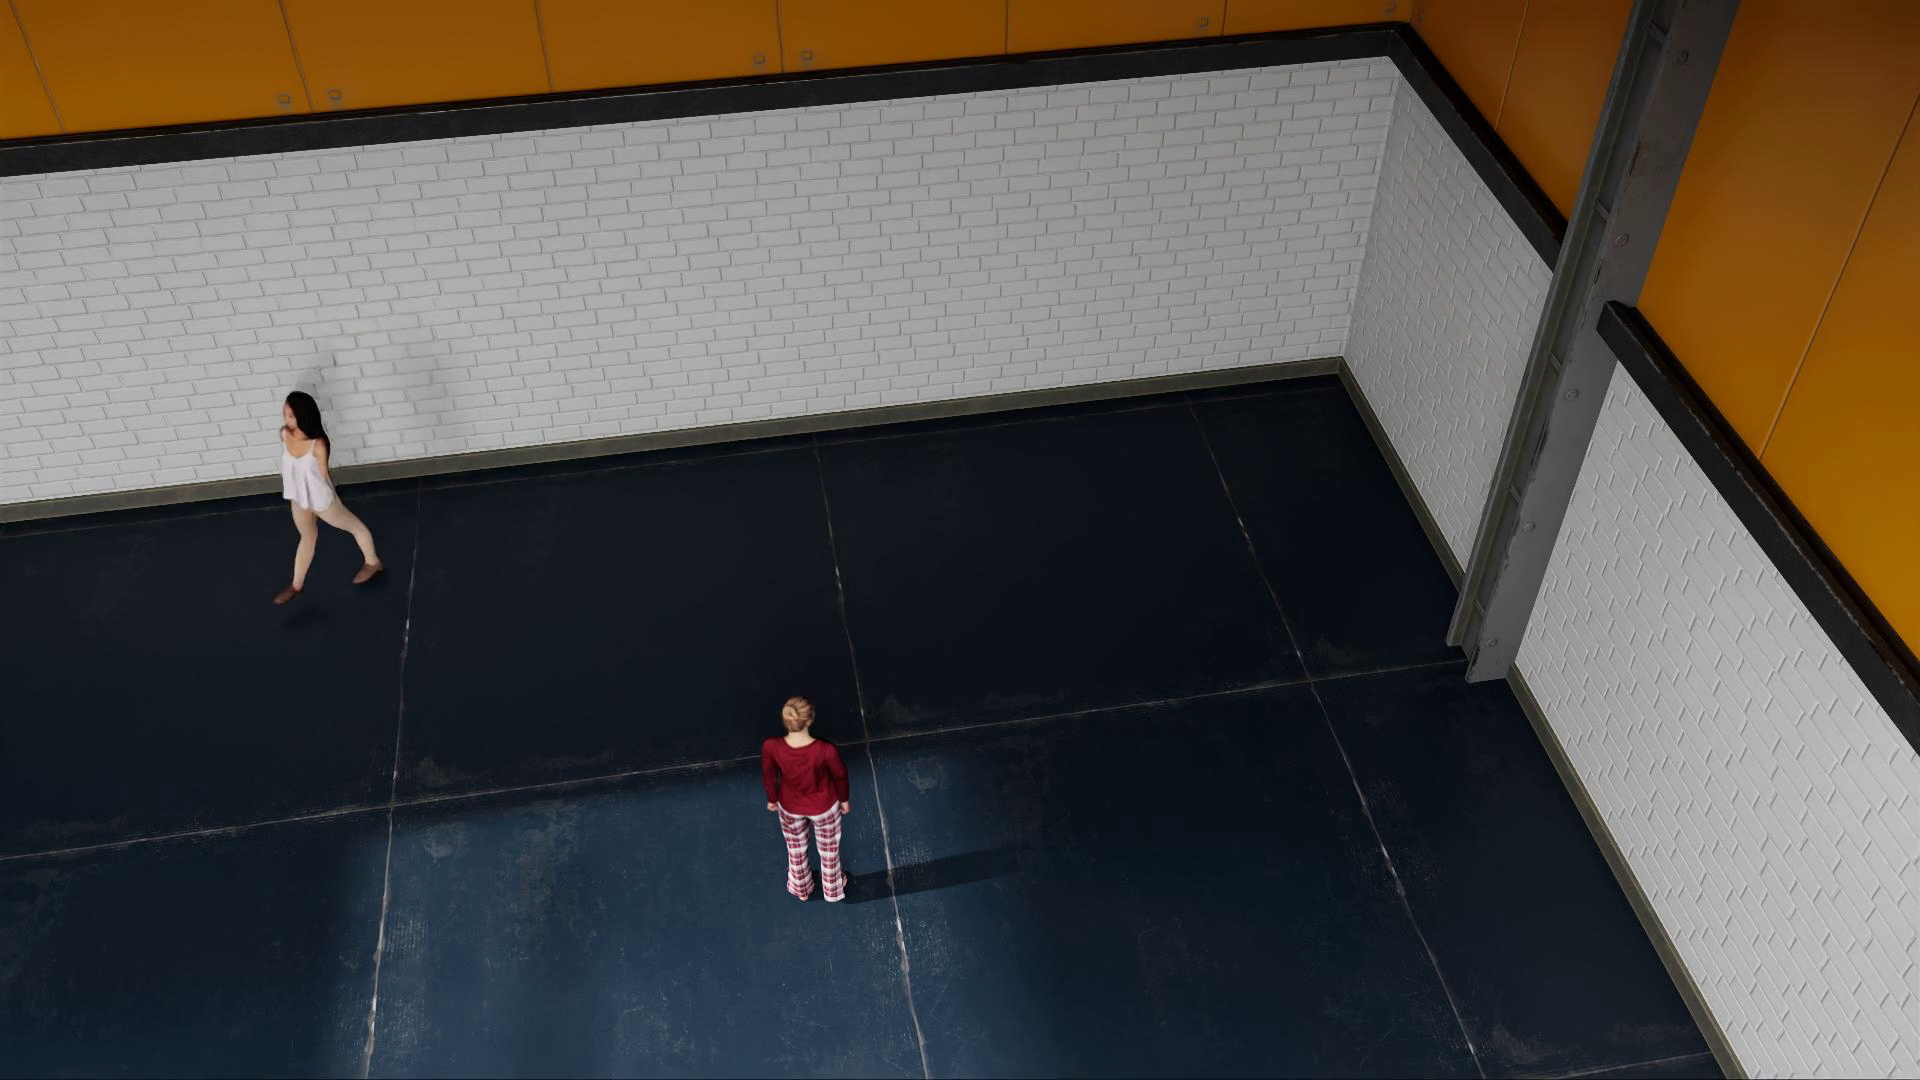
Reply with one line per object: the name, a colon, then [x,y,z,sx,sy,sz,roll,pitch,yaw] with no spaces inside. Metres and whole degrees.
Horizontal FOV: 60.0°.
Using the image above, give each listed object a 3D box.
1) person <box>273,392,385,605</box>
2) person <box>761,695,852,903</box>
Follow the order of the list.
person: [-4.336,-0.372,11.363,0.898,1.623,1.014,12,45,12]
person: [-0.860,1.460,9.383,0.668,1.702,0.581,2,44,2]
